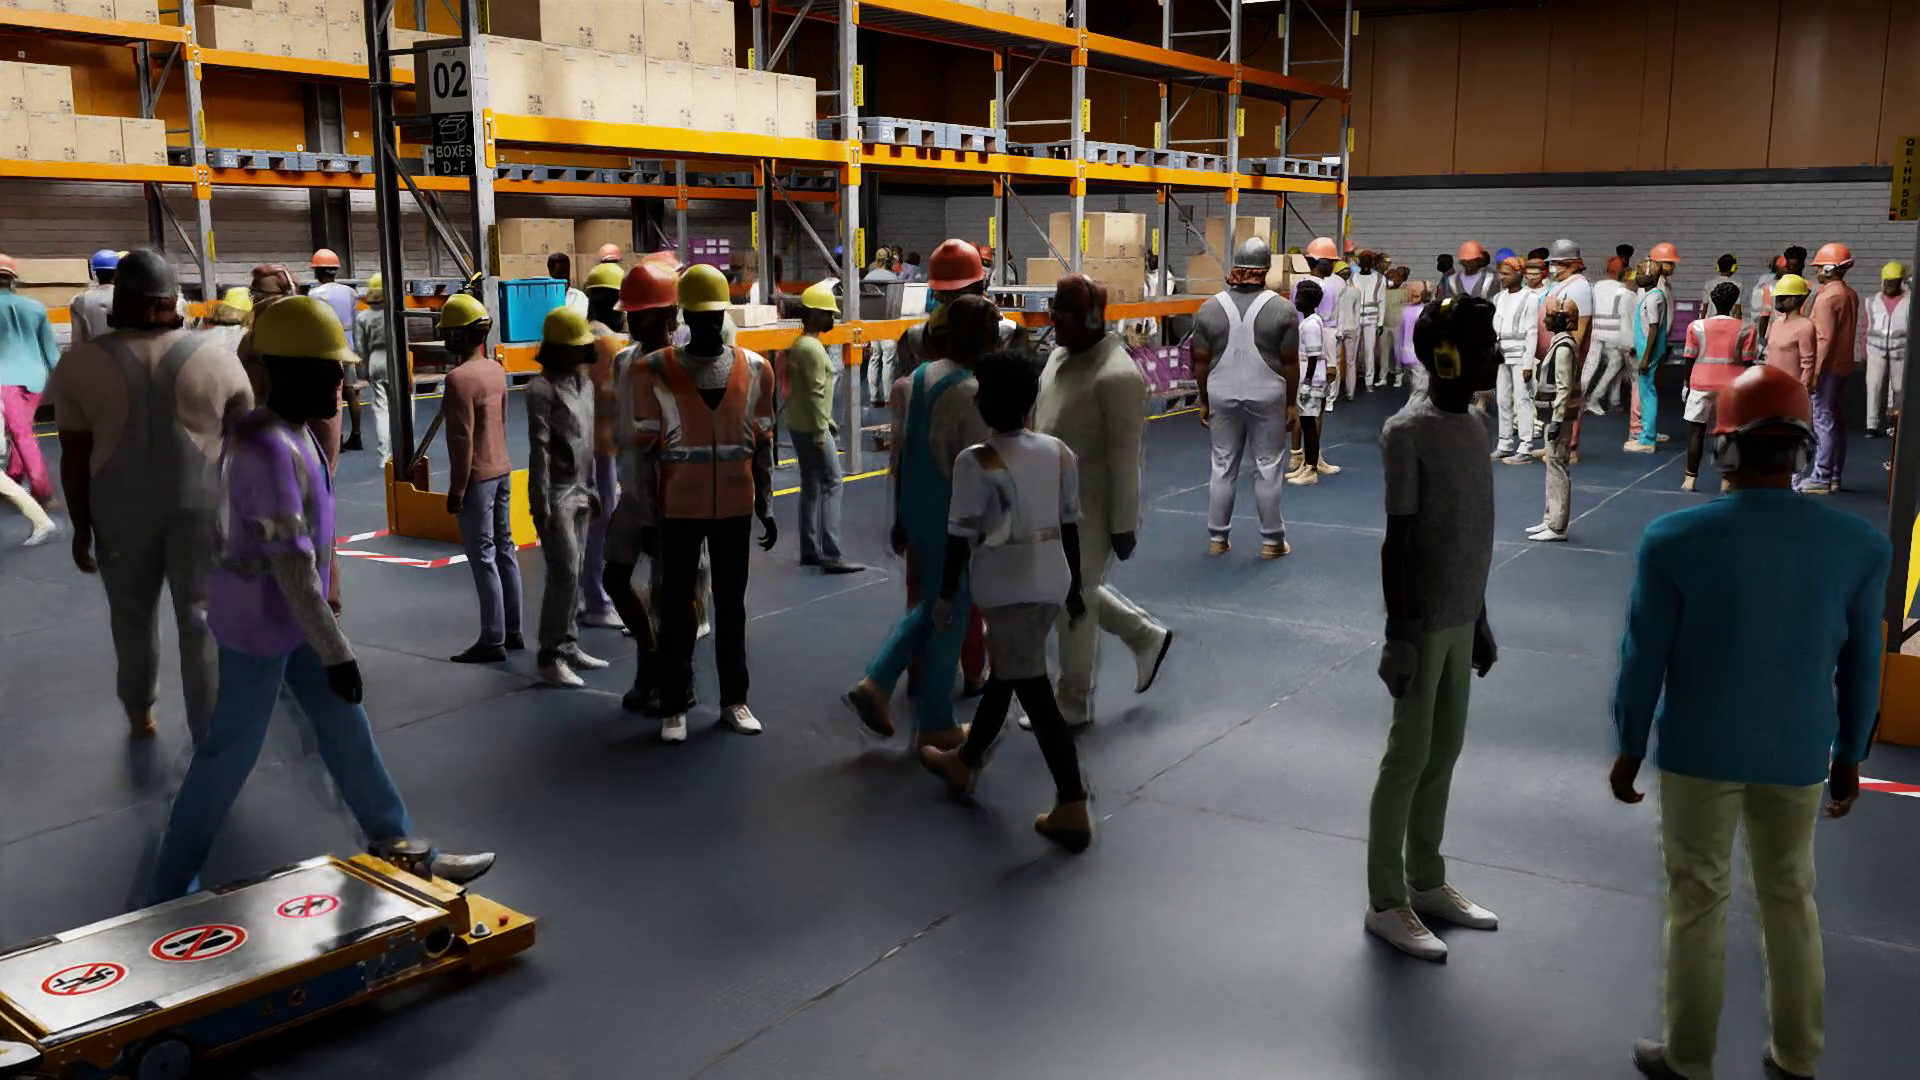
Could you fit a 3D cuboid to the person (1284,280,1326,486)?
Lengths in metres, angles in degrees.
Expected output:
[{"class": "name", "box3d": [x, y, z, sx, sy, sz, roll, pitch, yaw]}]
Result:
[{"class": "person", "box3d": [2.864, -1.297, 13.772, 0.315, 1.696, 0.541, 1, 10, 8]}]

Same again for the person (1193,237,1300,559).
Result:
[{"class": "person", "box3d": [1.853, -0.906, 10.653, 0.677, 2.000, 0.536, 4, 11, 23]}]

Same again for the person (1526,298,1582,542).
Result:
[{"class": "person", "box3d": [4.024, -0.809, 11.222, 0.306, 1.640, 0.522, 3, 11, 16]}]

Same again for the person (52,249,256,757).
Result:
[{"class": "person", "box3d": [-3.112, -0.161, 6.520, 0.700, 2.000, 1.016, -5, 11, -26]}]

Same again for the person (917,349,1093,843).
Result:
[{"class": "person", "box3d": [0.157, 0.173, 5.737, 0.884, 1.644, 0.543, 9, 14, 41]}]

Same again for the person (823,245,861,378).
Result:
[{"class": "person", "box3d": [-1.729, -3.321, 24.302, 0.602, 1.943, 0.393, 9, 14, 42]}]

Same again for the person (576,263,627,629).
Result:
[{"class": "person", "box3d": [-1.873, -0.477, 8.678, 0.466, 1.904, 0.759, -5, 11, -25]}]

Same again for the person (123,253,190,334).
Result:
[{"class": "person", "box3d": [-6.510, -1.380, 13.574, 0.572, 1.943, 0.653, 4, 11, 19]}]

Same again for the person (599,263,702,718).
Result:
[{"class": "person", "box3d": [-1.284, -0.189, 6.992, 0.558, 1.920, 0.447, 6, 12, 28]}]

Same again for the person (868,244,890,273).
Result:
[{"class": "person", "box3d": [-1.372, -4.435, 30.486, 0.636, 1.939, 0.364, -3, 11, -14]}]

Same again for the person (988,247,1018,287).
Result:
[{"class": "person", "box3d": [0.570, -3.306, 23.950, 0.536, 2.000, 0.684, 2, 10, 13]}]

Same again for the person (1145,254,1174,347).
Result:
[{"class": "person", "box3d": [2.864, -3.282, 24.381, 0.430, 1.841, 0.624, 9, 14, 41]}]

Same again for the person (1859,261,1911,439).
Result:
[{"class": "person", "box3d": [9.582, -1.960, 17.120, 0.593, 1.817, 0.721, 7, 12, 35]}]

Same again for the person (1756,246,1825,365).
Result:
[{"class": "person", "box3d": [8.570, -2.049, 17.187, 0.613, 1.963, 0.361, 7, 12, 32]}]

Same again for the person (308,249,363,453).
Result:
[{"class": "person", "box3d": [-5.987, -1.795, 15.865, 0.373, 1.934, 0.551, 5, 11, 26]}]

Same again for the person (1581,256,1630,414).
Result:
[{"class": "person", "box3d": [7.498, -2.382, 19.372, 0.927, 1.855, 0.567, -9, 14, -42]}]

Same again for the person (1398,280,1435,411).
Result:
[{"class": "person", "box3d": [4.589, -1.762, 16.543, 0.371, 1.627, 0.518, -2, 10, -11]}]

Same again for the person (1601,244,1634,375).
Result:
[{"class": "person", "box3d": [9.737, -3.370, 24.512, 0.367, 1.966, 0.607, 3, 11, 14]}]

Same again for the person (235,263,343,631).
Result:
[{"class": "person", "box3d": [-3.289, -0.378, 8.090, 0.643, 1.911, 0.411, 5, 11, 26]}]

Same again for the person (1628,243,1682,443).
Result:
[{"class": "person", "box3d": [6.947, -1.959, 16.621, 0.399, 1.991, 0.620, 9, 13, 40]}]

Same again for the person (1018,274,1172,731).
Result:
[{"class": "person", "box3d": [0.582, -0.160, 6.924, 0.696, 1.889, 0.667, -4, 11, -21]}]

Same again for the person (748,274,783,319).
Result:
[{"class": "person", "box3d": [-2.806, -3.111, 24.070, 0.510, 1.610, 0.544, 0, 10, -3]}]

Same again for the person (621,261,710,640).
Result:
[{"class": "person", "box3d": [-1.474, -0.432, 8.366, 0.585, 1.918, 0.379, 8, 13, 38]}]

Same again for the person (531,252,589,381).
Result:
[{"class": "person", "box3d": [-3.430, -1.496, 14.261, 0.370, 1.916, 0.597, 9, 14, 42]}]

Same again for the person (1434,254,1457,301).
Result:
[{"class": "person", "box3d": [7.550, -3.494, 25.646, 0.478, 1.814, 0.638, 3, 11, 18]}]

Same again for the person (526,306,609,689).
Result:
[{"class": "person", "box3d": [-1.796, -0.193, 7.569, 0.396, 1.721, 0.568, 2, 10, 13]}]

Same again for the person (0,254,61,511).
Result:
[{"class": "person", "box3d": [-7.177, -1.190, 12.597, 1.074, 1.923, 0.689, 7, 12, 32]}]

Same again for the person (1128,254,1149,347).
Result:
[{"class": "person", "box3d": [3.294, -4.393, 30.555, 0.560, 1.837, 0.389, 0, 10, -1]}]

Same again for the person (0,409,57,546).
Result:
[{"class": "person", "box3d": [-6.299, -0.698, 10.748, 0.530, 1.598, 0.809, 8, 13, 39]}]

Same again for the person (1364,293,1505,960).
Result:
[{"class": "person", "box3d": [1.382, 0.239, 4.763, 0.532, 1.876, 0.319, -10, 14, -44]}]

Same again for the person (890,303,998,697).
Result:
[{"class": "person", "box3d": [-0.054, -0.179, 7.411, 0.518, 1.755, 0.353, 1, 10, 3]}]

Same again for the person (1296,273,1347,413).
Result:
[{"class": "person", "box3d": [4.189, -2.437, 19.504, 0.643, 1.909, 0.410, -2, 10, -12]}]

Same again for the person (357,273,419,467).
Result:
[{"class": "person", "box3d": [-5.082, -1.503, 14.810, 0.513, 1.733, 0.346, 2, 10, 11]}]

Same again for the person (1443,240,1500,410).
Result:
[{"class": "person", "box3d": [5.712, -2.328, 18.603, 0.689, 2.015, 0.513, 6, 12, 31]}]

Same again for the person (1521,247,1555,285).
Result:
[{"class": "person", "box3d": [8.113, -3.151, 23.431, 0.590, 1.920, 0.398, -6, 12, -31]}]
